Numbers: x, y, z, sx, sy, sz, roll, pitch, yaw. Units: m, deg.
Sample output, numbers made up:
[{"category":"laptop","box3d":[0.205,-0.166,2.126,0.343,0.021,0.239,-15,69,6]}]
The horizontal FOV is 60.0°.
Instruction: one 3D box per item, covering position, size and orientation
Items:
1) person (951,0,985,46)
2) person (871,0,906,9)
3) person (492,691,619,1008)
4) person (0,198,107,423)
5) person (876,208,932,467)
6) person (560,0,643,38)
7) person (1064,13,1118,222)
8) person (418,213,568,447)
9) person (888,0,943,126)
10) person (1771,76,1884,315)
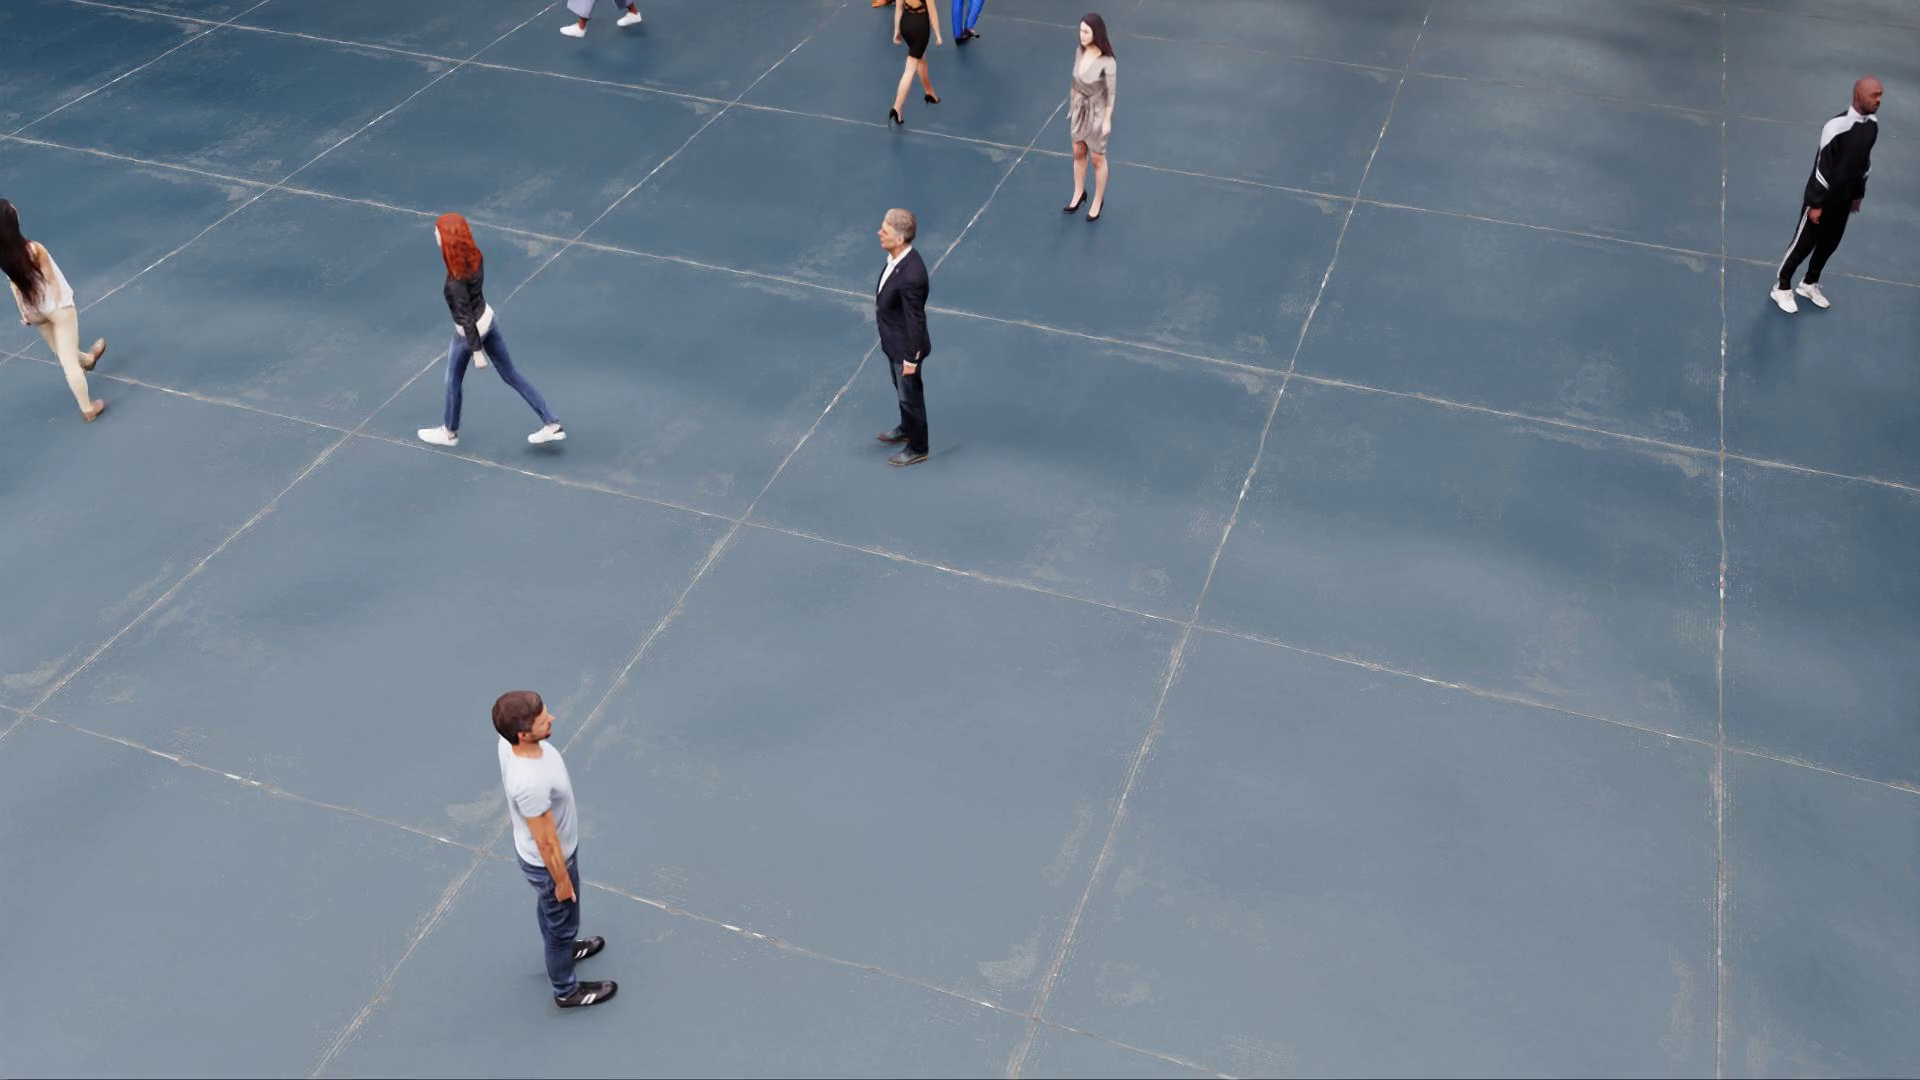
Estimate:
[{"category":"person","box3d":[0.014,-5.790,16.687,0.650,1.691,0.599,17,41,21]},{"category":"person","box3d":[-0.685,-6.530,17.552,0.794,1.792,0.623,5,38,7]},{"category":"person","box3d":[-1.841,1.376,7.386,0.749,1.865,0.679,-14,40,-17]},{"category":"person","box3d":[-6.201,-1.669,11.471,0.693,1.628,1.016,7,39,9]},{"category":"person","box3d":[-0.362,-1.334,10.891,0.844,1.815,0.724,-7,39,-9]},{"category":"person","box3d":[-3.613,-5.988,16.977,1.109,1.647,1.074,-15,41,-19]},{"category":"person","box3d":[1.076,-3.478,13.688,0.658,1.745,0.670,-30,47,-33]},{"category":"person","box3d":[-3.074,-1.308,10.923,0.878,1.735,1.242,4,38,4]},{"category":"person","box3d":[-0.455,-4.574,15.200,0.799,1.609,1.112,25,44,28]},{"category":"person","box3d":[6.535,-2.623,12.528,0.763,1.828,0.807,-13,40,-16]}]
